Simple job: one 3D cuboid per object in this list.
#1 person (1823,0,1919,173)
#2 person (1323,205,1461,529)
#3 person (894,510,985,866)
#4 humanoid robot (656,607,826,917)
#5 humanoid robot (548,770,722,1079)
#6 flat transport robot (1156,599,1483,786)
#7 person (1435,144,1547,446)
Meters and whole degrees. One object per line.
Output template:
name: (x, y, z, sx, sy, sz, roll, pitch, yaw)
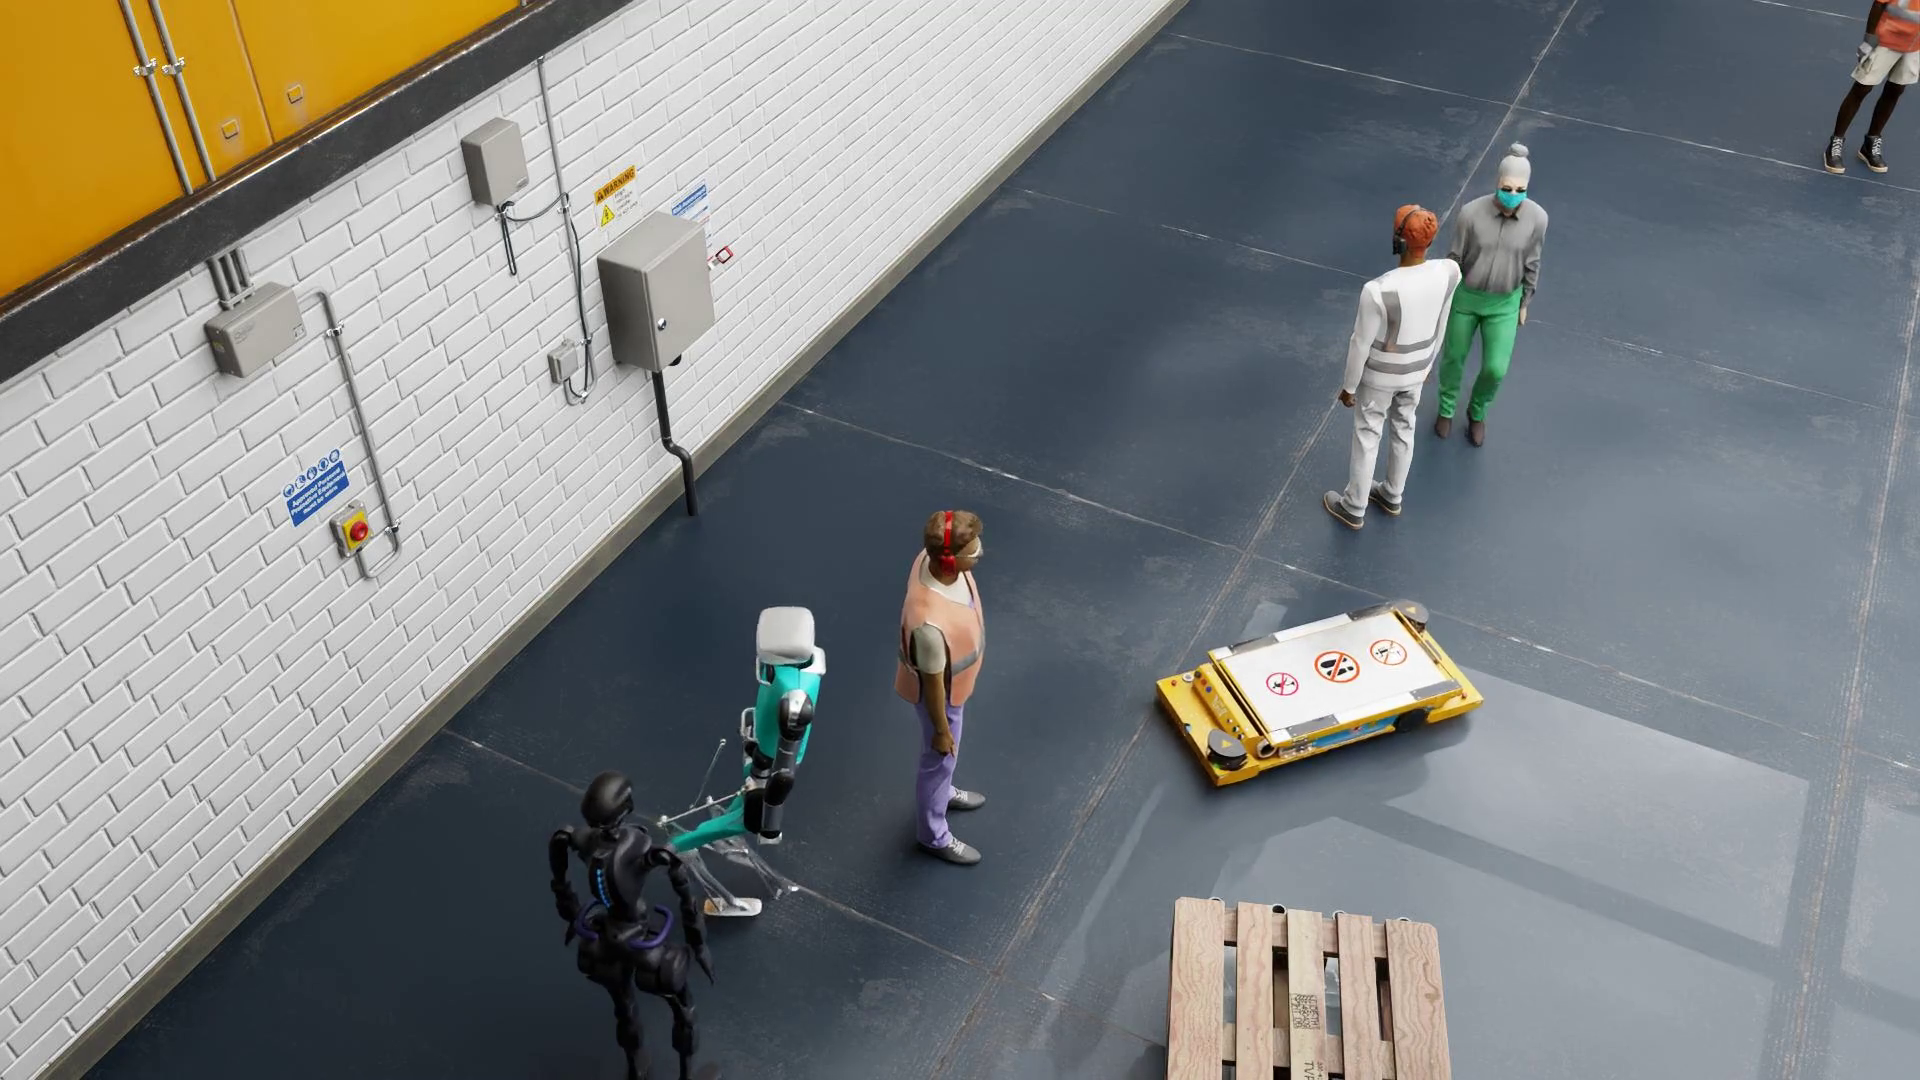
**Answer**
person: (6.581, -3.505, 11.603, 0.603, 1.966, 0.373, 0, 41, 0)
person: (2.233, -0.873, 8.624, 0.566, 1.878, 0.353, -15, 43, -16)
person: (-0.078, 0.604, 6.932, 0.376, 1.841, 0.571, 3, 41, 4)
humanoid robot: (-0.918, 0.993, 6.586, 0.838, 1.795, 0.547, -4, 41, -5)
humanoid robot: (-1.204, 1.468, 6.064, 0.602, 1.648, 0.359, 9, 42, 10)
flat transport robot: (1.732, 0.715, 8.009, 1.431, 0.231, 0.659, -14, 43, -15)
person: (2.878, -1.306, 9.159, 0.541, 1.824, 0.480, 9, 42, 10)
